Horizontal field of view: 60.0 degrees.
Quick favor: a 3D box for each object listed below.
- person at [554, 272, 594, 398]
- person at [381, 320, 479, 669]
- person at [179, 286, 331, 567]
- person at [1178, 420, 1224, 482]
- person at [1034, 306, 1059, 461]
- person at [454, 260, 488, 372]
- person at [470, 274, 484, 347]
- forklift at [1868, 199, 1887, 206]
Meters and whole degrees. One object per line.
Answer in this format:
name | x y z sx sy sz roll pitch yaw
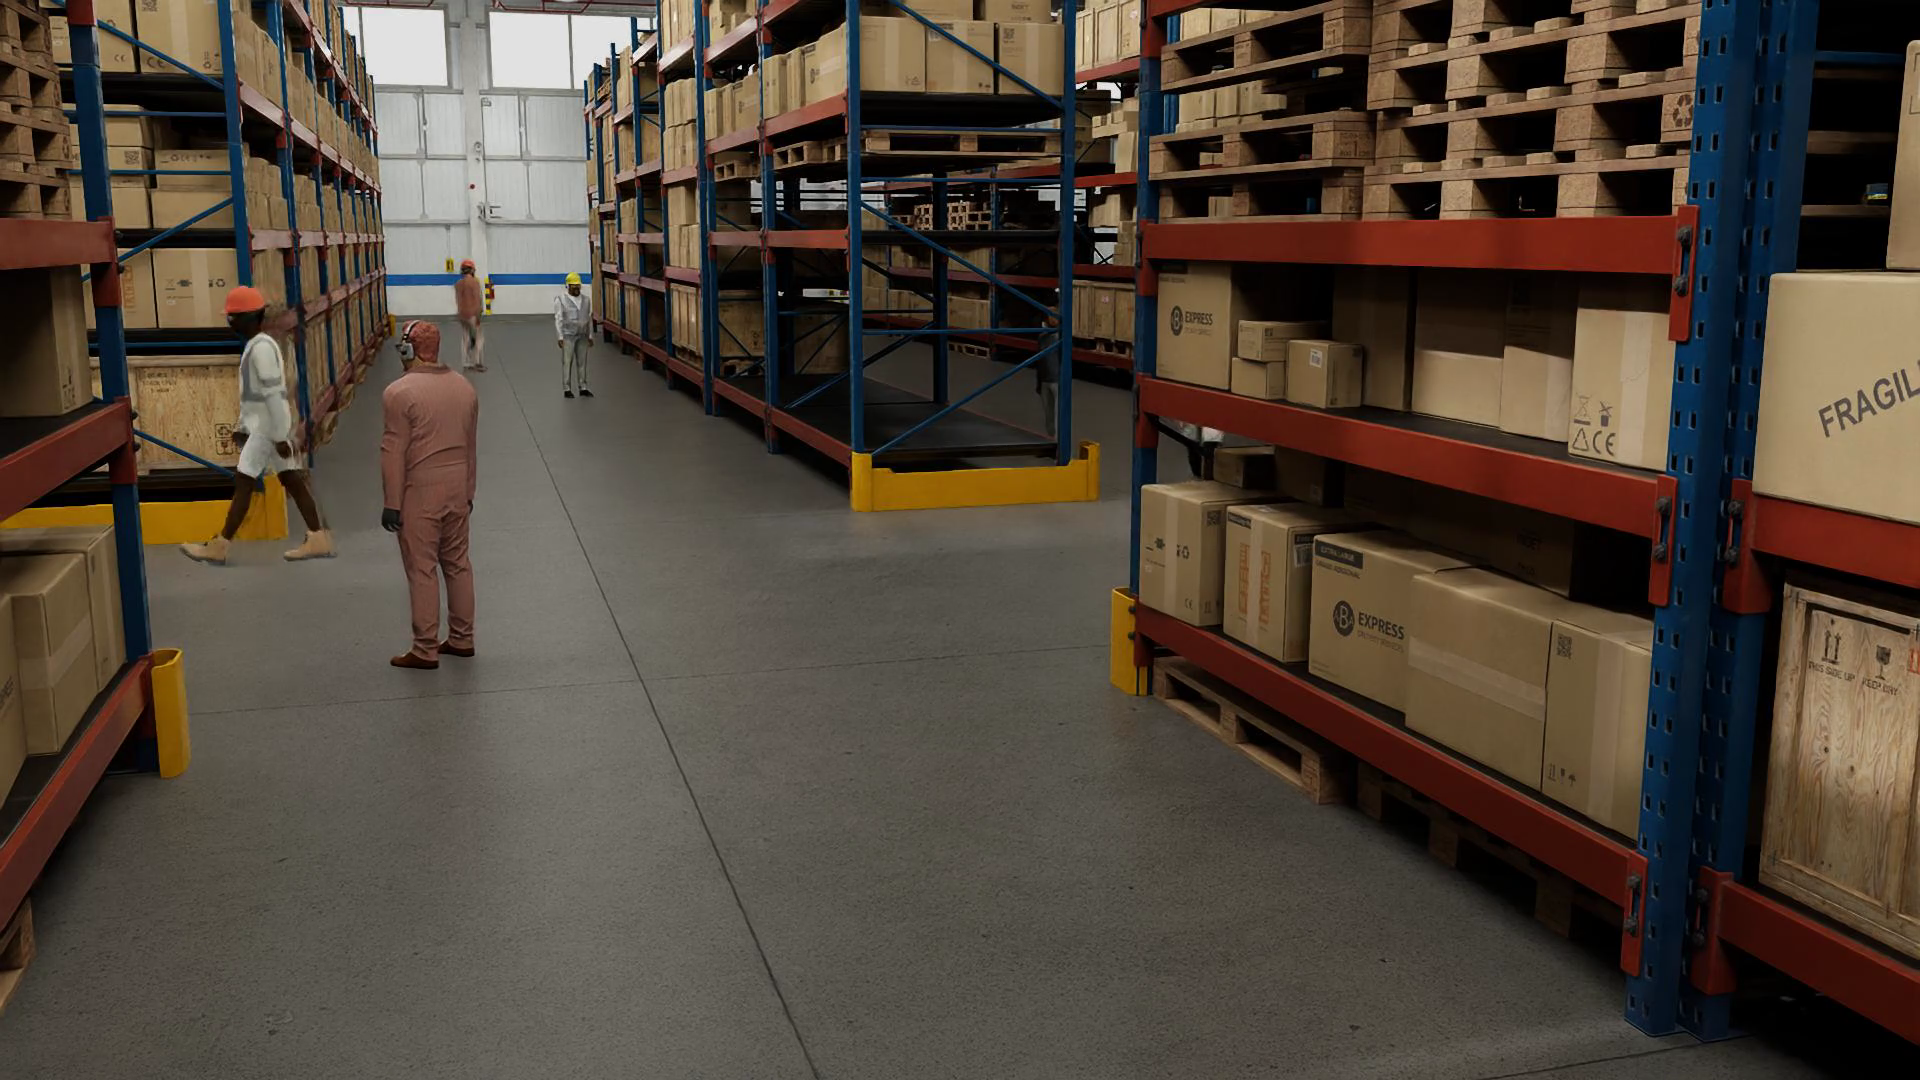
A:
person | -5.636 -2.995 24.364 0.590 1.833 0.404 -9 14 -42
person | -2.925 -0.249 9.140 0.400 1.901 0.645 5 11 25
person | -5.075 -0.804 11.898 1.044 1.988 0.612 -4 11 -19
person | 2.132 -1.122 14.590 0.502 1.652 0.856 3 11 16
person | 0.977 -1.650 17.570 0.289 1.627 0.498 -7 13 -34
person | -8.584 -3.912 29.082 0.651 1.944 0.565 6 12 29
person | -10.438 -4.998 35.536 0.546 1.751 0.372 1 10 4
forklift | 11.338 -2.915 21.052 1.129 2.768 1.873 -3 11 -17
